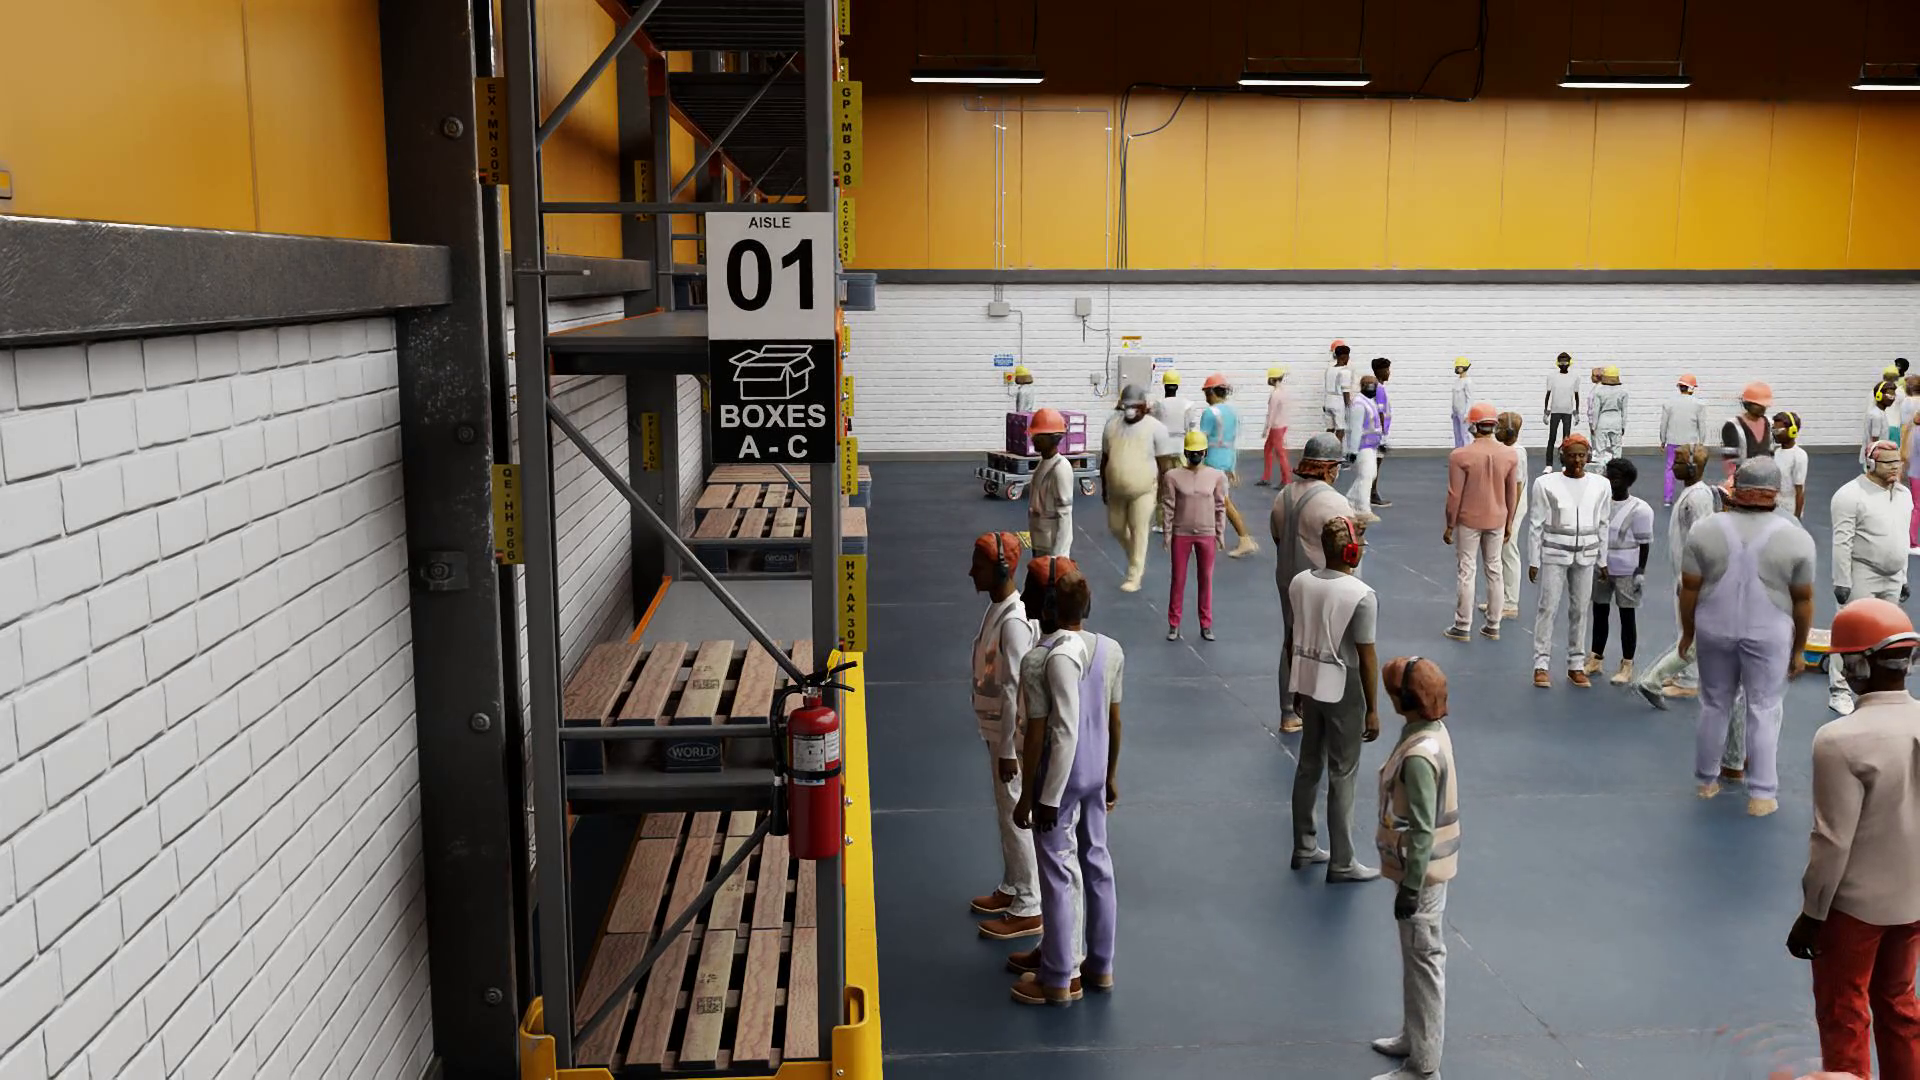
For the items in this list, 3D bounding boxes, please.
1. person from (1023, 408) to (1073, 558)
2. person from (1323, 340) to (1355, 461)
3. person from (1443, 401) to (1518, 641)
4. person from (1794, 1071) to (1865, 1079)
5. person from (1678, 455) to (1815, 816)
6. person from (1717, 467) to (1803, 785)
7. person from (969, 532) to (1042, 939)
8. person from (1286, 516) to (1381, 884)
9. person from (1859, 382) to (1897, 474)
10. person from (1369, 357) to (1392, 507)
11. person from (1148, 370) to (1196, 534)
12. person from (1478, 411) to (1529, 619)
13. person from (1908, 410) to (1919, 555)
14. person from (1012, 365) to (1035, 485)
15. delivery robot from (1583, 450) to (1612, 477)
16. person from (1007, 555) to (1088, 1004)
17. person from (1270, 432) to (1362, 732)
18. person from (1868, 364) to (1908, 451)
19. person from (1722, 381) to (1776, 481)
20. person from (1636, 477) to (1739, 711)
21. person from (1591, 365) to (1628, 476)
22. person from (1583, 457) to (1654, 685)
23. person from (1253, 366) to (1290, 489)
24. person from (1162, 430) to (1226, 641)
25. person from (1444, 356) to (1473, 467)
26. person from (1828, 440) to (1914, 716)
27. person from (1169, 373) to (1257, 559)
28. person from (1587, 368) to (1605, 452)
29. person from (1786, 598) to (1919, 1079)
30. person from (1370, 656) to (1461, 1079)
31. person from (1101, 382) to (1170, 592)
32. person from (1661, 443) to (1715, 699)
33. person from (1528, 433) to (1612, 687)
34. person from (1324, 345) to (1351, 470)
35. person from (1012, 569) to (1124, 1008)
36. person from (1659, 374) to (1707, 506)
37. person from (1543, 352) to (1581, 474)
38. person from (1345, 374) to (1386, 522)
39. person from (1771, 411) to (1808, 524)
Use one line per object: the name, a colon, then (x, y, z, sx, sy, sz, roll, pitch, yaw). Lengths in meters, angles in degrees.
person: (0.653, 0.023, 12.566, 0.384, 2.043, 0.605, -2, 9, -12)
person: (6.164, -2.264, 27.132, 0.625, 1.981, 0.412, -7, 11, -35)
person: (4.311, -0.151, 13.806, 0.618, 1.994, 0.380, -2, 9, -10)
person: (1.345, 1.674, 2.814, 0.547, 1.872, 1.012, 1, 9, 7)
person: (4.490, 0.514, 9.491, 0.688, 2.000, 0.535, 7, 11, 36)
person: (4.715, 0.495, 9.946, 0.635, 1.931, 0.354, -3, 10, -20)
person: (0.216, 0.887, 7.682, 0.355, 1.876, 0.573, -1, 9, -6)
person: (1.862, 0.794, 8.335, 0.377, 1.844, 0.569, -6, 11, -32)
person: (10.159, -0.823, 18.448, 0.335, 1.864, 0.521, 4, 10, 26)
person: (5.489, -1.427, 21.905, 0.367, 1.967, 0.602, 0, 9, -1)
person: (2.474, -1.032, 19.548, 0.585, 1.929, 0.371, -1, 9, -6)
person: (4.827, -0.220, 14.714, 0.343, 1.844, 0.507, 1, 9, 8)
person: (10.473, -0.653, 18.091, 0.280, 1.634, 0.499, 4, 10, 23)
person: (0.925, -1.669, 24.177, 0.317, 1.733, 0.504, 3, 9, 17)
delivery robot: (9.287, -1.134, 24.197, 0.477, 0.478, 0.707, 5, 10, 30)
person: (0.382, 0.991, 6.979, 0.355, 1.886, 0.575, 0, 9, 0)
person: (2.351, 0.298, 10.846, 0.535, 2.000, 0.680, -4, 10, -25)
person: (13.353, -1.649, 23.936, 0.540, 1.749, 0.368, 7, 12, 39)
person: (7.669, -0.532, 16.137, 0.632, 2.015, 0.482, -2, 9, -13)
person: (5.116, 0.399, 11.362, 0.879, 1.705, 0.555, 8, 12, 41)
person: (9.325, -1.635, 23.916, 0.492, 1.743, 0.296, 1, 9, 6)
person: (4.876, 0.225, 12.378, 0.322, 1.697, 0.530, -6, 11, -33)
person: (4.401, -1.590, 23.591, 0.709, 1.741, 0.541, 4, 10, 25)
person: (1.942, -0.036, 13.801, 0.533, 1.768, 0.310, 0, 9, 2)
person: (7.851, -1.995, 26.101, 0.313, 1.769, 0.523, -2, 9, -10)
person: (6.307, 0.264, 11.479, 0.641, 1.908, 0.408, -3, 10, -20)
person: (2.788, -0.803, 17.970, 1.040, 1.985, 0.646, 5, 10, 30)
person: (9.648, -1.785, 25.186, 0.310, 1.638, 0.522, 1, 9, 5)
person: (2.987, 1.176, 5.508, 0.623, 1.981, 0.406, -4, 10, -23)
person: (1.700, 1.238, 6.208, 0.315, 1.636, 0.515, 3, 10, 18)
person: (1.701, -0.546, 16.142, 0.694, 2.000, 0.772, 5, 10, 30)
person: (5.217, 0.219, 11.953, 0.333, 1.843, 0.514, 4, 10, 22)
person: (4.481, 0.153, 12.244, 0.587, 1.882, 0.341, 0, 9, 3)
person: (5.914, -2.073, 26.015, 0.385, 1.957, 0.602, -4, 10, -22)
person: (0.452, 1.018, 6.934, 0.511, 1.844, 0.328, -6, 11, -33)
person: (9.500, -1.310, 21.855, 0.573, 1.745, 0.339, 6, 11, 34)
person: (9.187, -1.933, 25.391, 0.538, 1.869, 0.312, 3, 10, 19)
person: (4.990, -1.150, 20.652, 0.568, 1.816, 0.634, 4, 10, 24)
person: (7.129, -0.185, 14.440, 0.330, 1.863, 0.510, 1, 9, 6)
